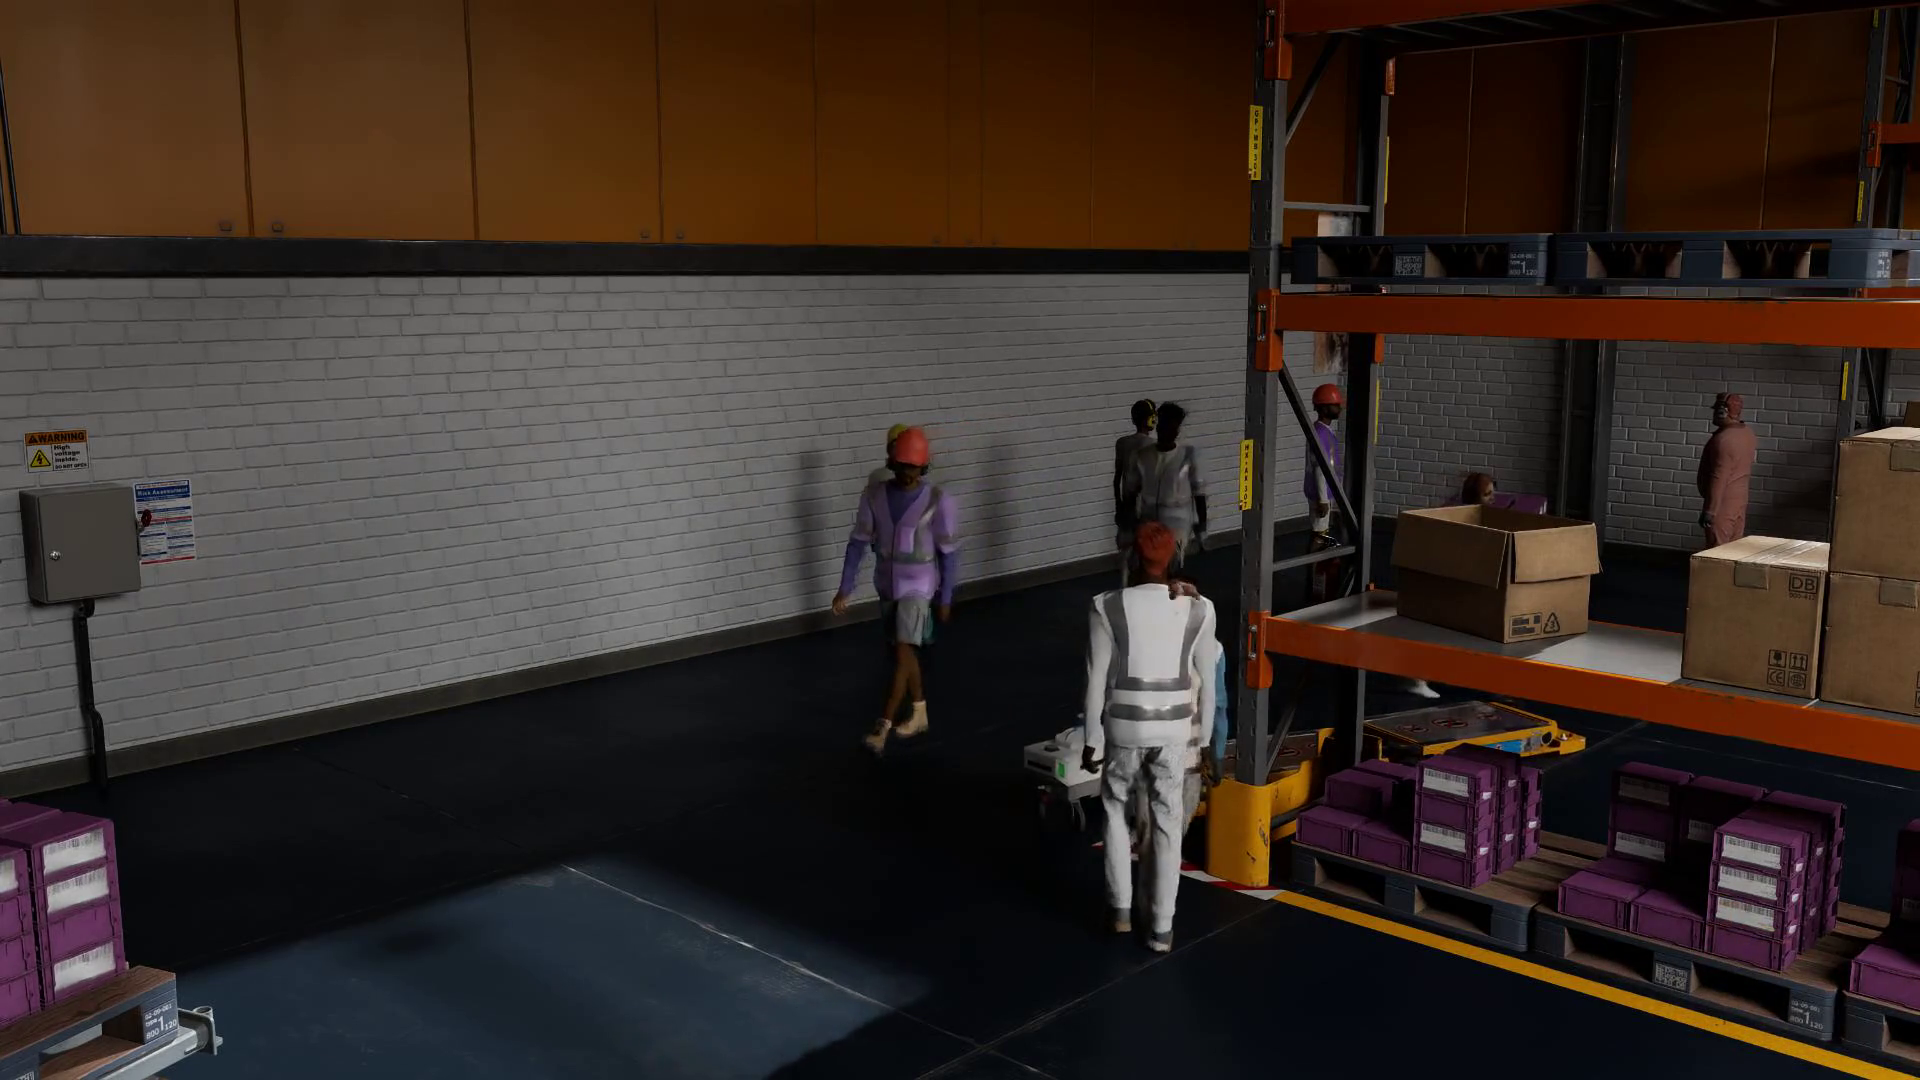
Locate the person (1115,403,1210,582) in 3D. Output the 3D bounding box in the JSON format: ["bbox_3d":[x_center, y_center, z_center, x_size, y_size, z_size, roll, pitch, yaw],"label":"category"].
[{"bbox_3d":[1.521,-0.086,12.793,0.690,1.917,0.874,5,11,29],"label":"person"}]

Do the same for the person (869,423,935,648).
[{"bbox_3d":[-0.442,-0.023,12.924,0.549,1.761,0.345,1,9,6],"label":"person"}]

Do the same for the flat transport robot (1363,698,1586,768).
[{"bbox_3d":[3.015,1.186,10.053,1.431,0.197,0.652,-5,10,-26],"label":"flat transport robot"}]

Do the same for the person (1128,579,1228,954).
[{"bbox_3d":[0.909,0.947,7.460,0.539,1.605,0.767,-1,9,-6],"label":"person"}]

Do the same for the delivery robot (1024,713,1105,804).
[{"bbox_3d":[0.675,1.177,8.953,0.707,0.478,0.477,-8,12,-41],"label":"delivery robot"}]

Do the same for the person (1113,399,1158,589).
[{"bbox_3d":[1.519,-0.248,13.952,0.520,1.873,0.335,8,12,41],"label":"person"}]

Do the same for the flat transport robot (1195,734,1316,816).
[{"bbox_3d":[1.740,1.295,9.382,1.431,0.197,0.652,-4,10,-21],"label":"flat transport robot"}]

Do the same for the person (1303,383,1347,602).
[{"bbox_3d":[3.229,-0.416,14.768,0.351,1.942,0.545,2,9,12],"label":"person"}]

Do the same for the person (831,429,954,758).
[{"bbox_3d":[-0.410,0.321,10.121,0.666,1.979,1.041,5,11,28],"label":"person"}]

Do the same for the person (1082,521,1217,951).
[{"bbox_3d":[0.830,0.850,7.280,0.596,1.855,0.512,-1,9,-3],"label":"person"}]

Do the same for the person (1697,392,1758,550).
[{"bbox_3d":[6.480,-0.301,14.167,0.636,1.911,0.405,-9,13,-42],"label":"person"}]

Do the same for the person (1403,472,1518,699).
[{"bbox_3d":[3.440,0.329,11.255,0.852,1.594,0.521,4,10,24],"label":"person"}]
